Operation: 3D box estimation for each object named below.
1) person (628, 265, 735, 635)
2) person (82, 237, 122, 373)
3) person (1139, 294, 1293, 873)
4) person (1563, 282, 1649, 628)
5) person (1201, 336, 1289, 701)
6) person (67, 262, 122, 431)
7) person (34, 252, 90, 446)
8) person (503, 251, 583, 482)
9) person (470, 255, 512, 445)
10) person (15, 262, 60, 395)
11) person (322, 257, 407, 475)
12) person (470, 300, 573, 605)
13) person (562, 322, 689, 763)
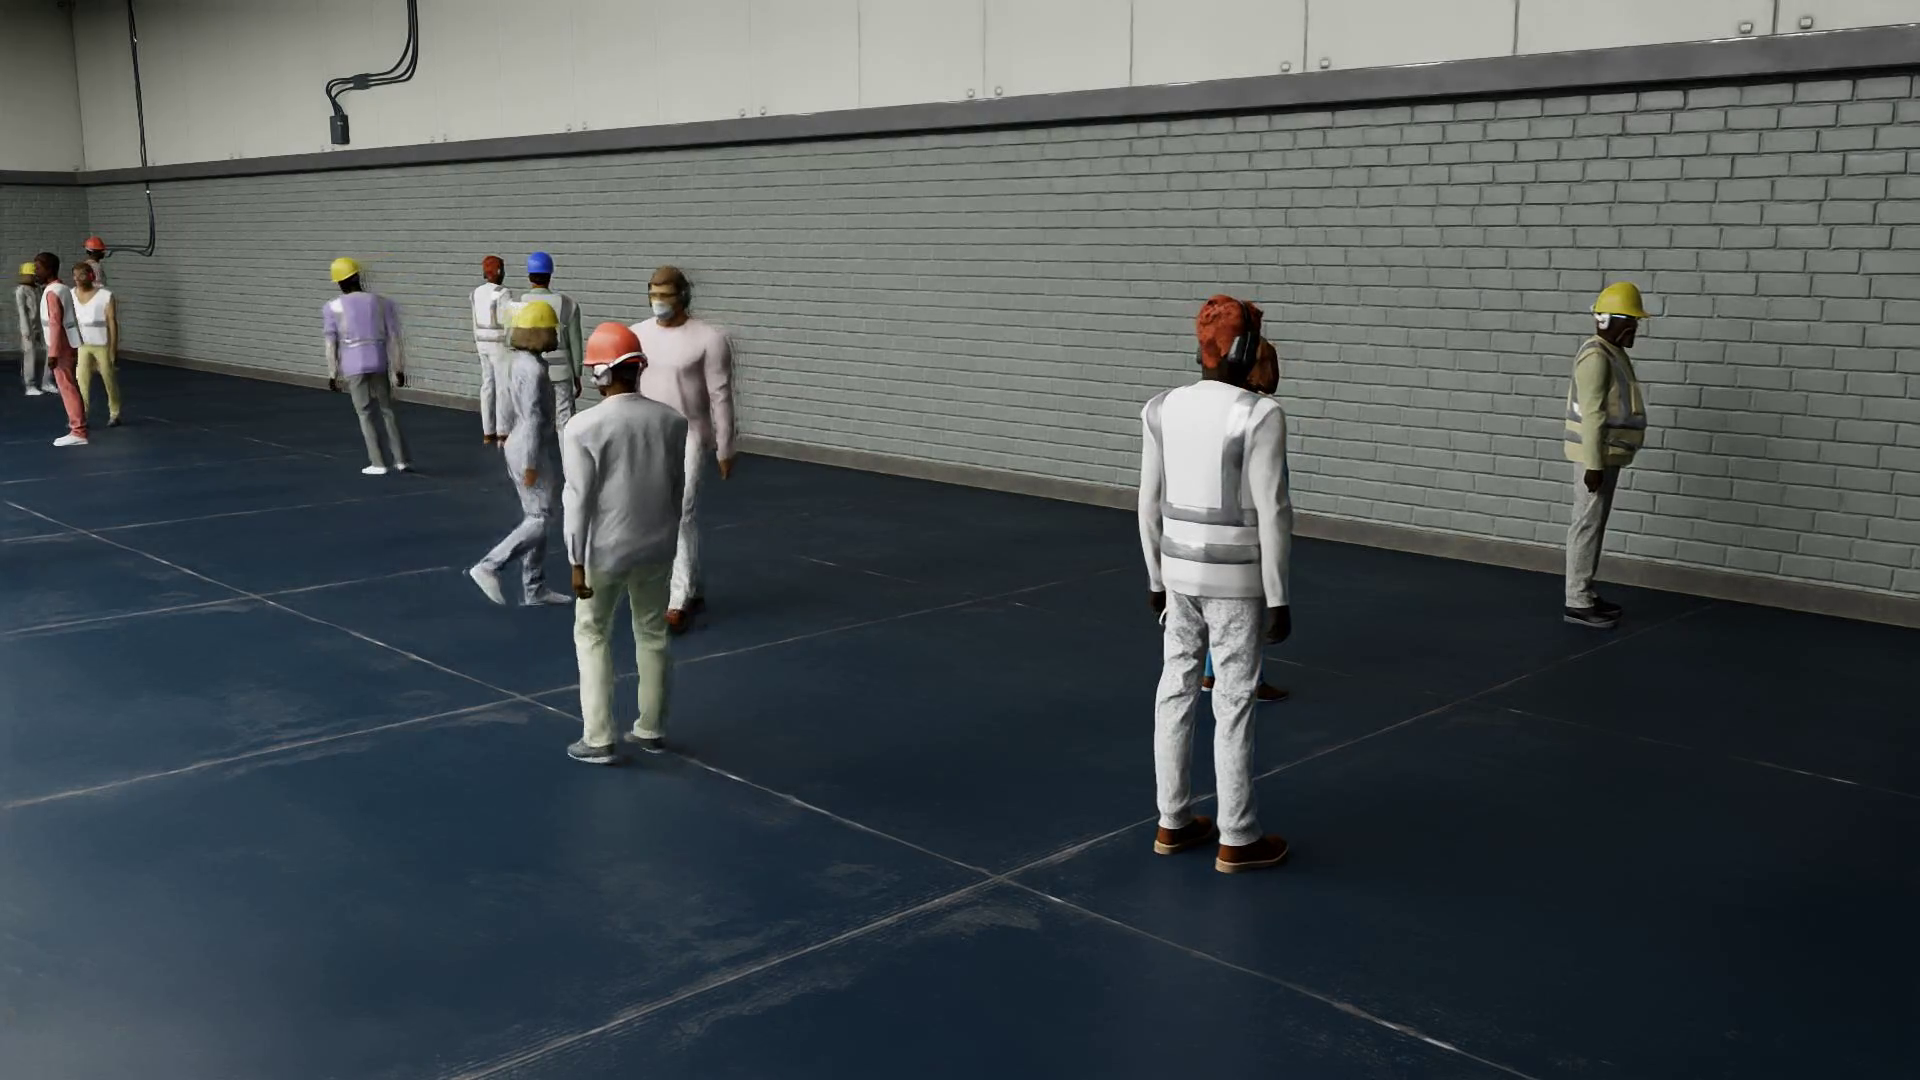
[{"bbox_3d":[-1.573,-0.469,8.744,0.642,1.907,0.831,4,11,22],"label":"person"},{"bbox_3d":[-13.048,-3.554,25.215,0.385,2.045,0.605,-10,14,-42],"label":"person"},{"bbox_3d":[0.844,0.145,5.474,0.356,1.886,0.573,-10,14,-42],"label":"person"},{"bbox_3d":[3.457,-0.460,8.928,0.403,1.828,0.593,6,12,28],"label":"person"},{"bbox_3d":[1.279,-0.094,7.471,0.270,1.631,0.507,-7,12,-33],"label":"person"},{"bbox_3d":[-9.269,-2.057,17.764,0.594,1.786,0.990,0,10,-2],"label":"person"},{"bbox_3d":[-8.928,-1.898,16.553,0.384,1.912,0.590,-4,11,-21],"label":"person"},{"bbox_3d":[-3.300,-1.307,13.220,0.605,1.948,0.404,-3,11,-17],"label":"person"},{"bbox_3d":[-4.616,-1.881,16.554,0.581,1.877,0.366,8,13,37],"label":"person"},{"bbox_3d":[-12.010,-2.740,21.645,0.537,1.724,0.508,2,11,12],"label":"person"},{"bbox_3d":[-5.178,-1.500,14.446,0.638,1.890,0.432,-7,13,-34],"label":"person"},{"bbox_3d":[-2.412,-0.459,9.203,0.520,1.728,0.500,-4,11,-22],"label":"person"},{"bbox_3d":[-1.325,0.015,6.583,0.596,1.743,0.381,-10,14,-42],"label":"person"}]
